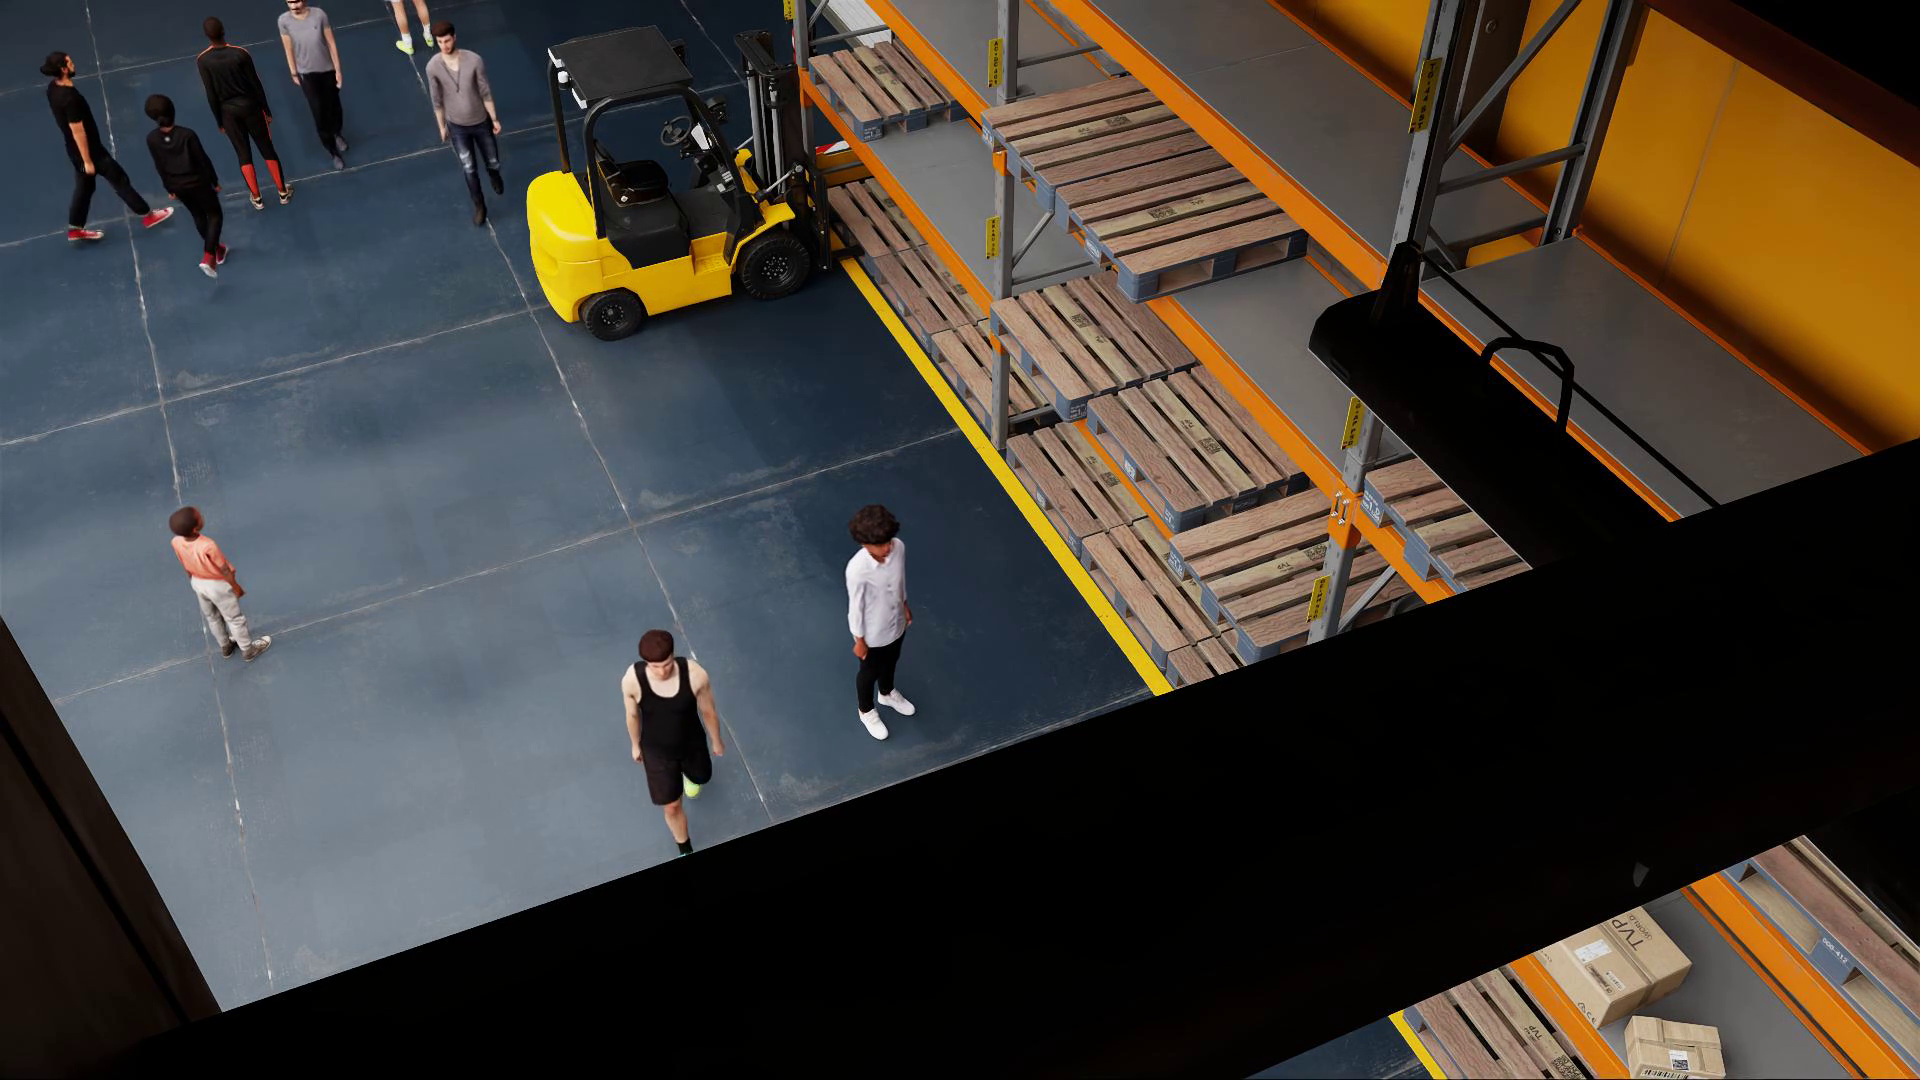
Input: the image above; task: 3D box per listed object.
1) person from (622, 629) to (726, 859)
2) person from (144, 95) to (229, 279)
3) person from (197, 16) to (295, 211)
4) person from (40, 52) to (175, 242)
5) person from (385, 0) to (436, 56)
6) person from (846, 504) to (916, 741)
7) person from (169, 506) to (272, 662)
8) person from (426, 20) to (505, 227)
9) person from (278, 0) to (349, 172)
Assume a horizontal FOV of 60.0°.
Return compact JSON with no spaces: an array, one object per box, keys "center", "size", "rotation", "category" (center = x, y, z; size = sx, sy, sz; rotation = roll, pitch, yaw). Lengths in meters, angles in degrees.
[{"center":[-1.655,1.110,9.673],"size":[0.876,1.860,1.227],"rotation":[-9,44,-9],"category":"person"},{"center":[-6.521,-2.969,14.102],"size":[0.821,1.657,1.035],"rotation":[-1,44,-1],"category":"person"},{"center":[-6.438,-3.828,14.895],"size":[0.640,1.807,0.543],"rotation":[-15,46,-15],"category":"person"},{"center":[-7.690,-3.356,14.467],"size":[0.938,1.714,1.155],"rotation":[-30,51,-28],"category":"person"},{"center":[-5.788,-5.916,17.067],"size":[0.690,1.834,0.633],"rotation":[-31,52,-28],"category":"person"},{"center":[-0.501,0.486,10.365],"size":[0.699,1.809,0.717],"rotation":[31,52,28],"category":"person"},{"center":[-4.917,0.287,10.936],"size":[0.568,1.311,0.616],"rotation":[10,45,11],"category":"person"},{"center":[-4.351,-3.746,14.751],"size":[0.822,1.887,0.966],"rotation":[-8,44,-8],"category":"person"},{"center":[-6.033,-4.427,15.585],"size":[0.637,1.722,0.973],"rotation":[-21,47,-20],"category":"person"}]
